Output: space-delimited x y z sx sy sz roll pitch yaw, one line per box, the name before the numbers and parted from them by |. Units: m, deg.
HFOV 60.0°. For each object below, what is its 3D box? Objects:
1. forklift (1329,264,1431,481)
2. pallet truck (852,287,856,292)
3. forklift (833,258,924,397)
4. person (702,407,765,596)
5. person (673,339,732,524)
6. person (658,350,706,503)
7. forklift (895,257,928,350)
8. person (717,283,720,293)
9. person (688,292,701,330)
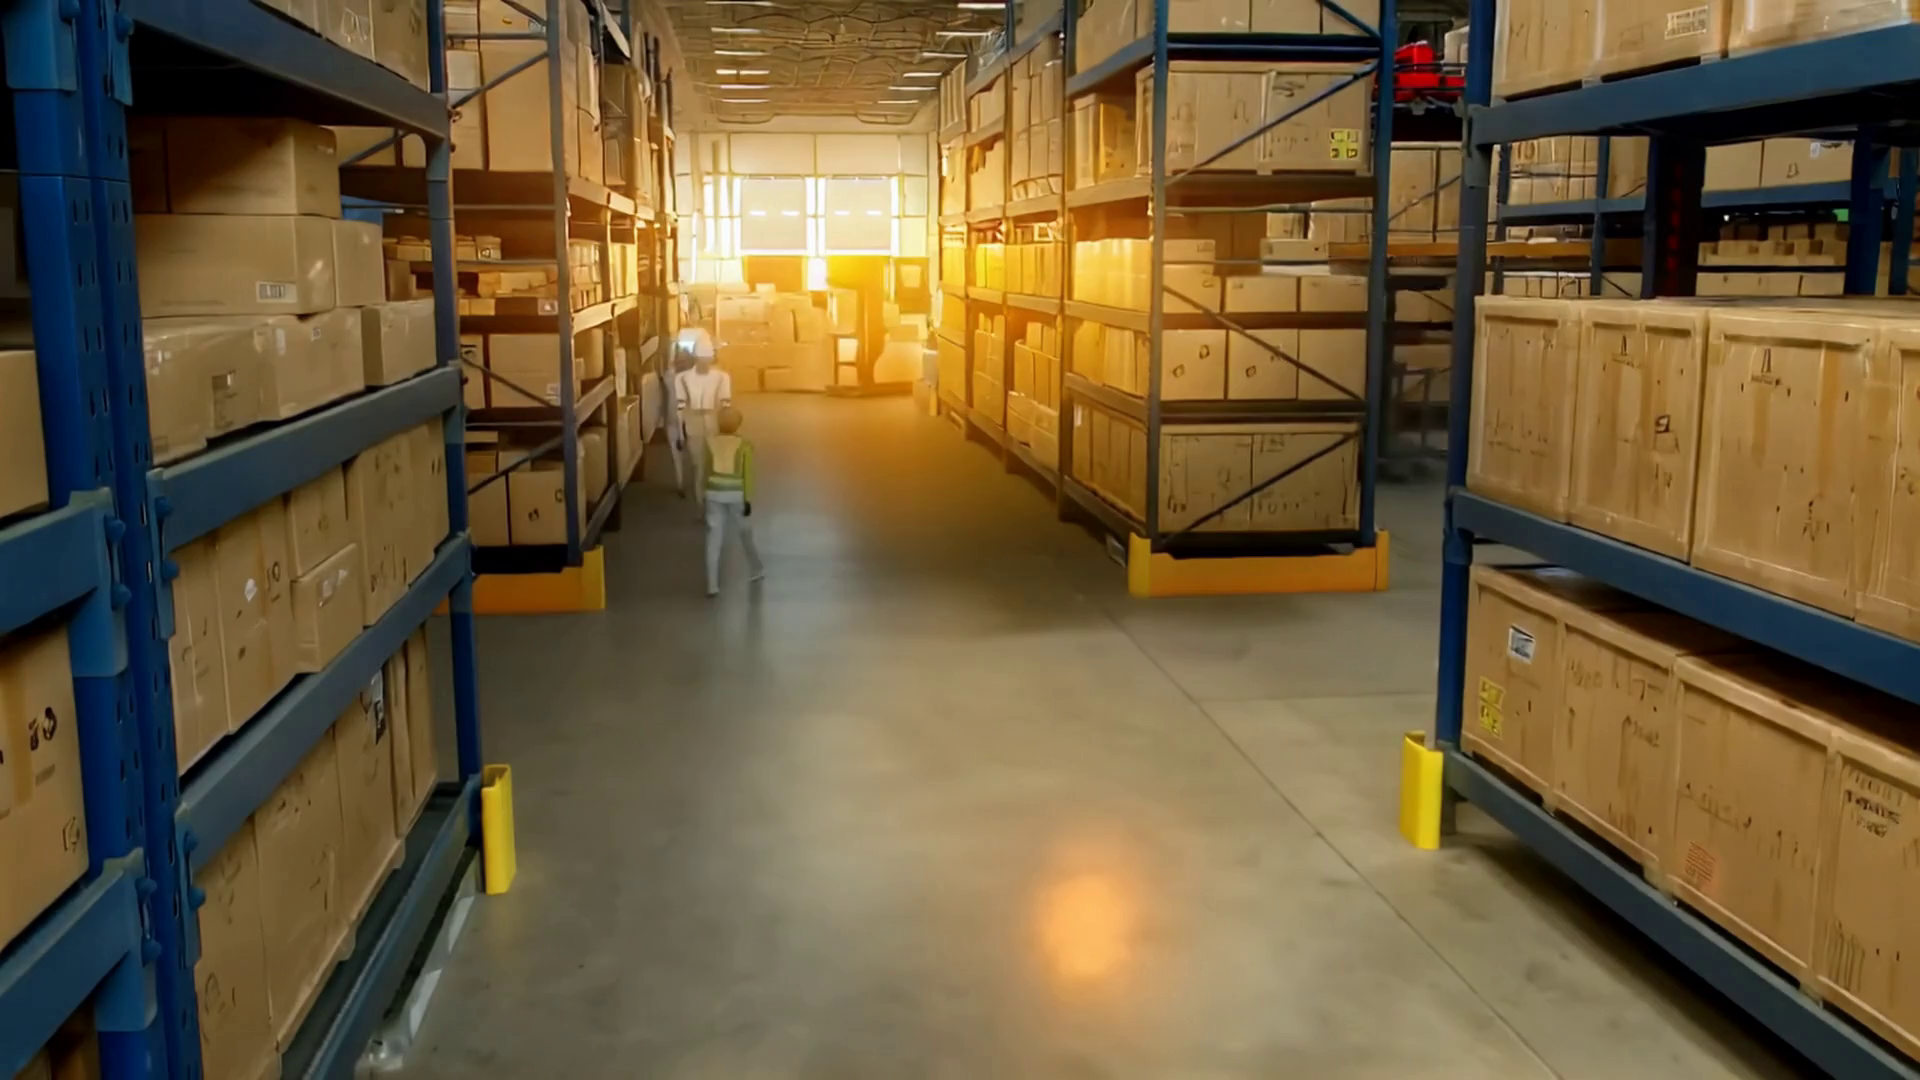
forklift | 4.977 -2.179 21.250 1.873 2.768 1.129 -1 10 -4
pallet truck | -3.782 -9.391 65.808 1.885 1.965 0.823 2 10 10
forklift | -1.699 -4.355 33.920 1.873 2.768 1.129 -1 10 -7
person | -1.979 -0.346 14.354 0.513 1.583 0.896 2 10 14
person | -2.712 -1.112 17.565 0.609 2.000 1.017 -1 10 -5
person | -3.159 -1.287 19.221 0.638 1.794 0.957 -2 10 -13
forklift | -1.494 -7.211 50.544 1.129 2.768 1.873 1 10 7
person | -9.061 -8.570 61.464 0.578 1.858 0.829 -9 13 -42
person | -7.216 -5.863 45.599 0.852 1.890 0.603 -1 10 -8
